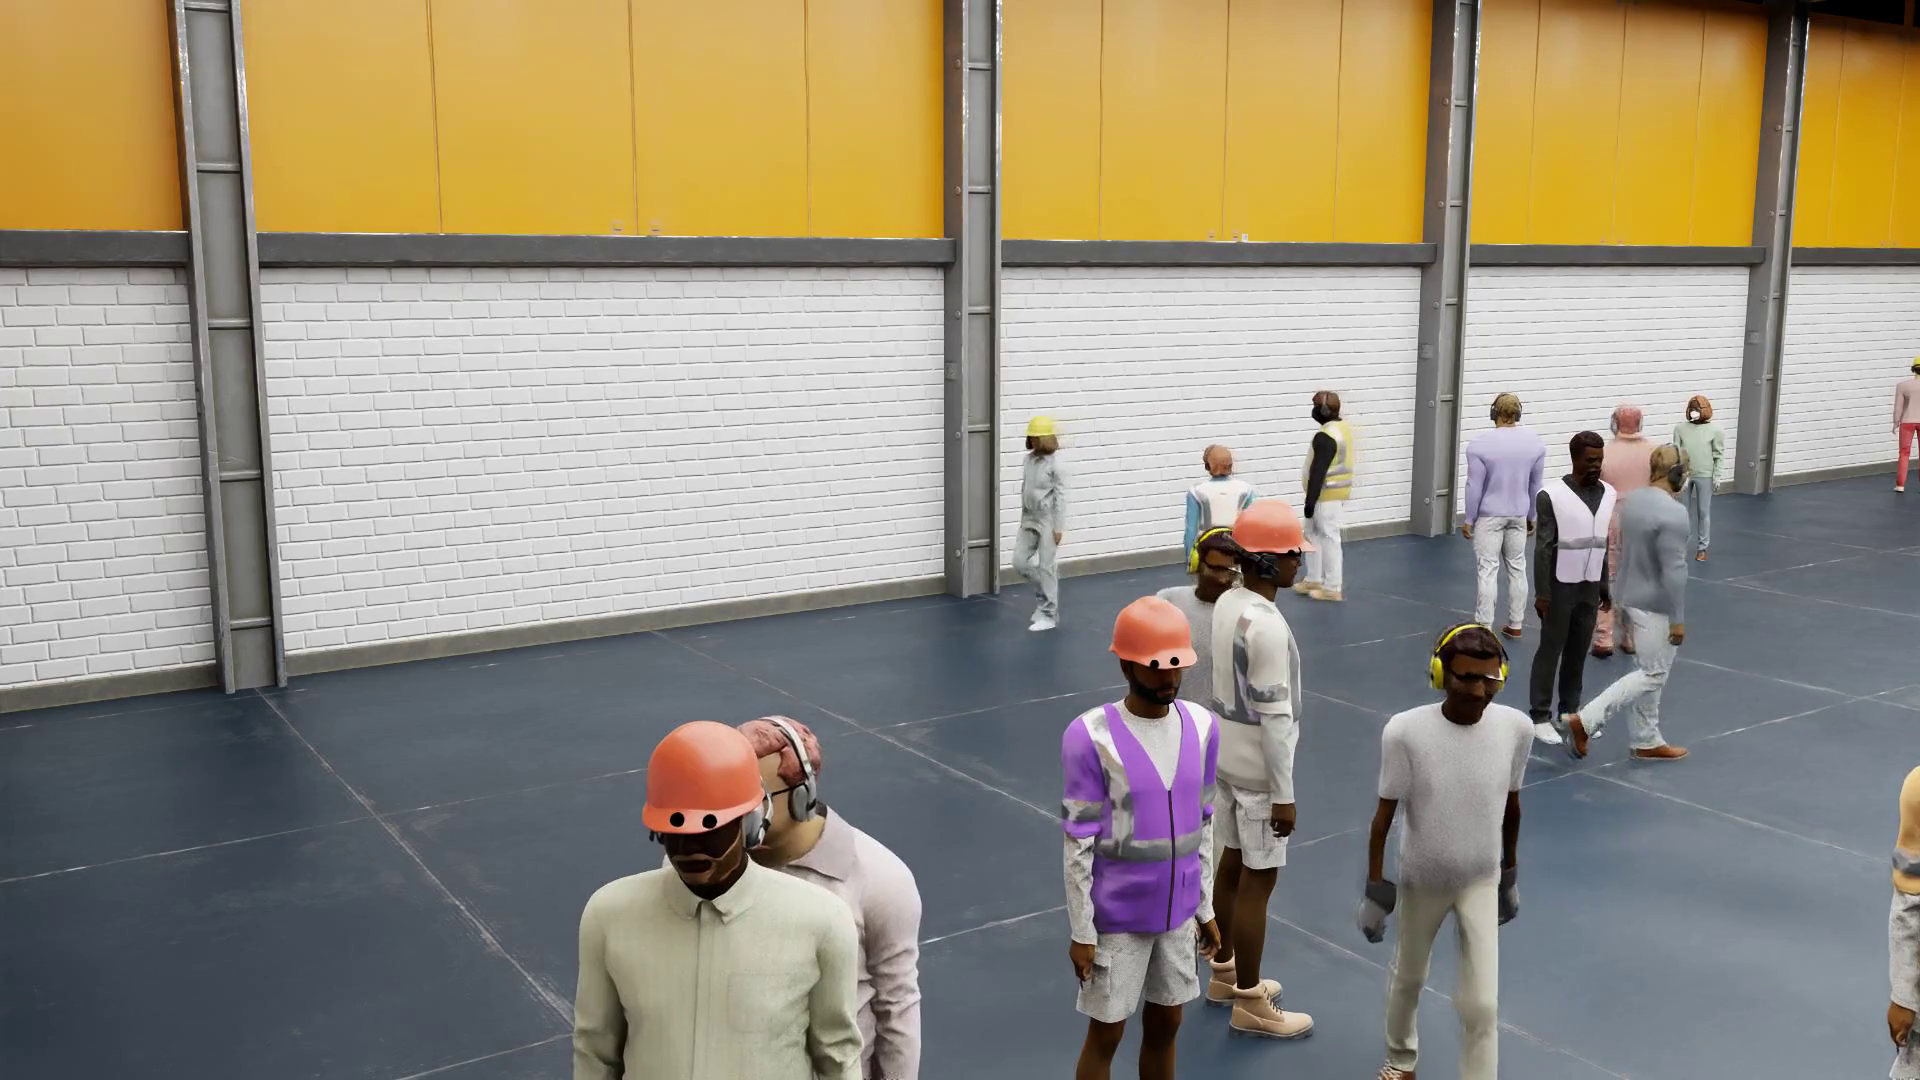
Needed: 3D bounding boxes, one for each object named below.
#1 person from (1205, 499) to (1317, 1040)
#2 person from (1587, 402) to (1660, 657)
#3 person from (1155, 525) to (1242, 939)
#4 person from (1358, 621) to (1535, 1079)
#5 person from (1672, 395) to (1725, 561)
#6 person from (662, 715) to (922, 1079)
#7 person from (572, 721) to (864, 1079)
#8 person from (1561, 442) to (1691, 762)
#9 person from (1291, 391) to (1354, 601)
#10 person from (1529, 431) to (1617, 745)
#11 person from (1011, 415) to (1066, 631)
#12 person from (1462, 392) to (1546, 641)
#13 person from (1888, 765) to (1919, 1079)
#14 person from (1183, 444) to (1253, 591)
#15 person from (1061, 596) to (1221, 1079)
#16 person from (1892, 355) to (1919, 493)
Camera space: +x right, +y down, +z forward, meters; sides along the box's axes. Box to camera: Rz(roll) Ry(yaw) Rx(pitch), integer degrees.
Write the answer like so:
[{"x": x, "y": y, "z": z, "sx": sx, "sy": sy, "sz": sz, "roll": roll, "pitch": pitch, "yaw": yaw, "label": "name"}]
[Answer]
[{"x": 1.141, "y": 0.859, "z": 6.322, "sx": 0.370, "sy": 2.044, "sz": 0.608, "roll": -2, "pitch": 10, "yaw": -9, "label": "person"}, {"x": 4.912, "y": -0.070, "z": 12.383, "sx": 0.663, "sy": 1.916, "sz": 0.420, "roll": 0, "pitch": 9, "yaw": 0, "label": "person"}, {"x": 1.010, "y": 0.841, "z": 7.085, "sx": 0.571, "sy": 1.848, "sz": 0.392, "roll": 3, "pitch": 10, "yaw": 18, "label": "person"}, {"x": 1.584, "y": 1.132, "z": 5.450, "sx": 0.557, "sy": 1.805, "sz": 0.834, "roll": 0, "pitch": 9, "yaw": 2, "label": "person"}, {"x": 7.258, "y": -0.614, "z": 16.430, "sx": 0.508, "sy": 1.632, "sz": 0.265, "roll": 9, "pitch": 13, "yaw": 42, "label": "person"}, {"x": -0.419, "y": 1.335, "z": 3.878, "sx": 0.644, "sy": 1.904, "sz": 0.399, "roll": 2, "pitch": 10, "yaw": 13, "label": "person"}, {"x": -0.515, "y": 1.347, "z": 3.526, "sx": 0.622, "sy": 1.993, "sz": 0.382, "roll": 0, "pitch": 9, "yaw": 2, "label": "person"}, {"x": 3.888, "y": 0.388, "z": 9.597, "sx": 0.744, "sy": 1.912, "sz": 0.667, "roll": 0, "pitch": 9, "yaw": -1, "label": "person"}, {"x": 3.078, "y": -0.384, "z": 14.455, "sx": 0.634, "sy": 1.825, "sz": 0.654, "roll": 4, "pitch": 10, "yaw": 24, "label": "person"}, {"x": 3.744, "y": 0.280, "z": 10.197, "sx": 0.597, "sy": 1.915, "sz": 0.370, "roll": -5, "pitch": 10, "yaw": -26, "label": "person"}, {"x": 0.629, "y": -0.131, "z": 13.209, "sx": 0.365, "sy": 1.725, "sz": 0.514, "roll": -7, "pitch": 12, "yaw": -38, "label": "person"}, {"x": 4.177, "y": -0.171, "z": 12.849, "sx": 0.631, "sy": 1.940, "sz": 0.372, "roll": -1, "pitch": 10, "yaw": -9, "label": "person"}, {"x": 2.807, "y": 1.214, "z": 4.501, "sx": 0.547, "sy": 1.938, "sz": 0.378, "roll": 1, "pitch": 10, "yaw": 8, "label": "person"}, {"x": 1.869, "y": 0.119, "z": 12.008, "sx": 0.530, "sy": 1.625, "sz": 0.437, "roll": -2, "pitch": 10, "yaw": -9, "label": "person"}, {"x": 0.568, "y": 1.121, "z": 5.067, "sx": 0.545, "sy": 1.938, "sz": 0.356, "roll": -5, "pitch": 11, "yaw": -28, "label": "person"}, {"x": 12.182, "y": -1.472, "z": 21.196, "sx": 0.523, "sy": 1.769, "sz": 0.322, "roll": 5, "pitch": 11, "yaw": 28, "label": "person"}]
